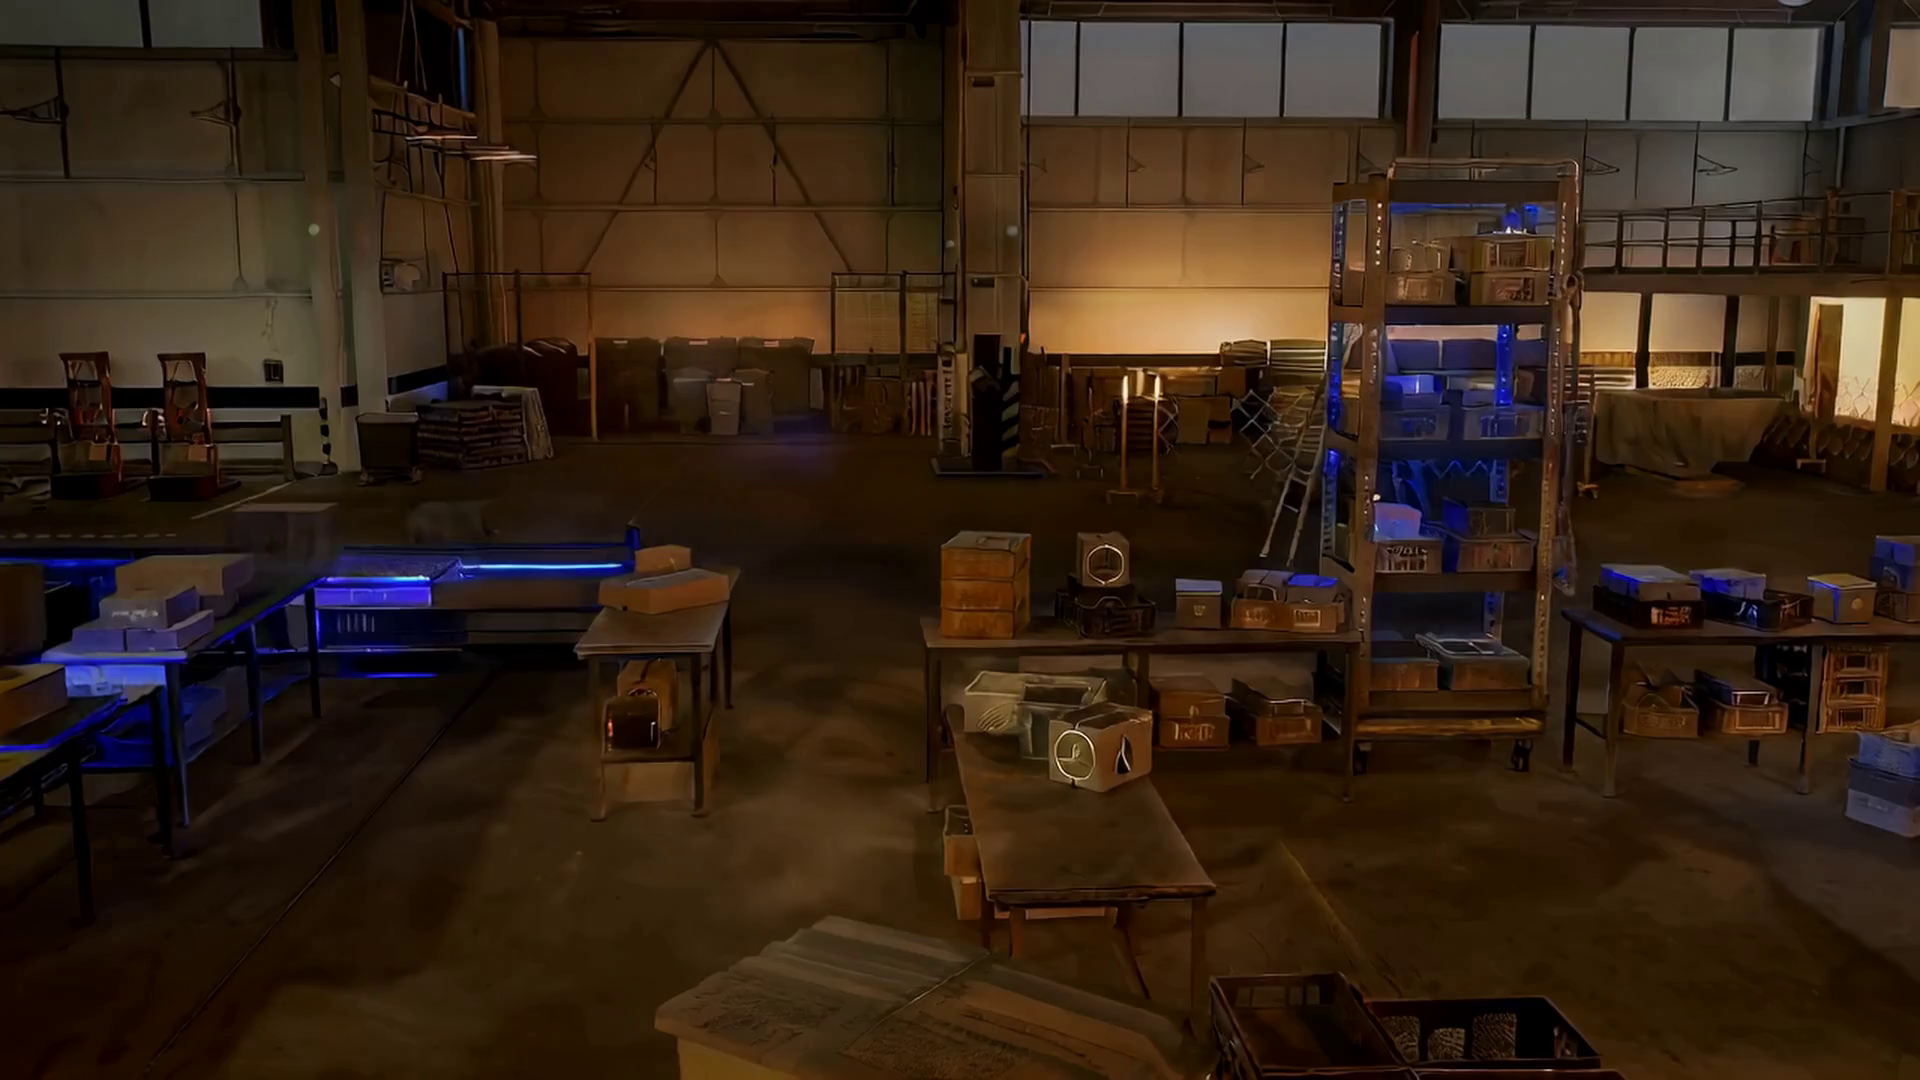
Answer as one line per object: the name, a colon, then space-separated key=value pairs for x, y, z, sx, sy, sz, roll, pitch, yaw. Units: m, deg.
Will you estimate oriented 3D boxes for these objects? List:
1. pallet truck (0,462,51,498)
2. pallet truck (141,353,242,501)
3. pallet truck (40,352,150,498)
pallet truck: x=-13.193 y=-1.293 z=23.148 sx=0.653 sy=1.274 sz=1.630 roll=-1 pitch=9 yaw=-4
pallet truck: x=-10.520 y=-1.604 z=22.925 sx=0.823 sy=1.965 sz=1.885 roll=-1 pitch=9 yaw=-6
pallet truck: x=-11.907 y=-1.642 z=23.165 sx=0.823 sy=1.965 sz=1.885 roll=0 pitch=9 yaw=0
